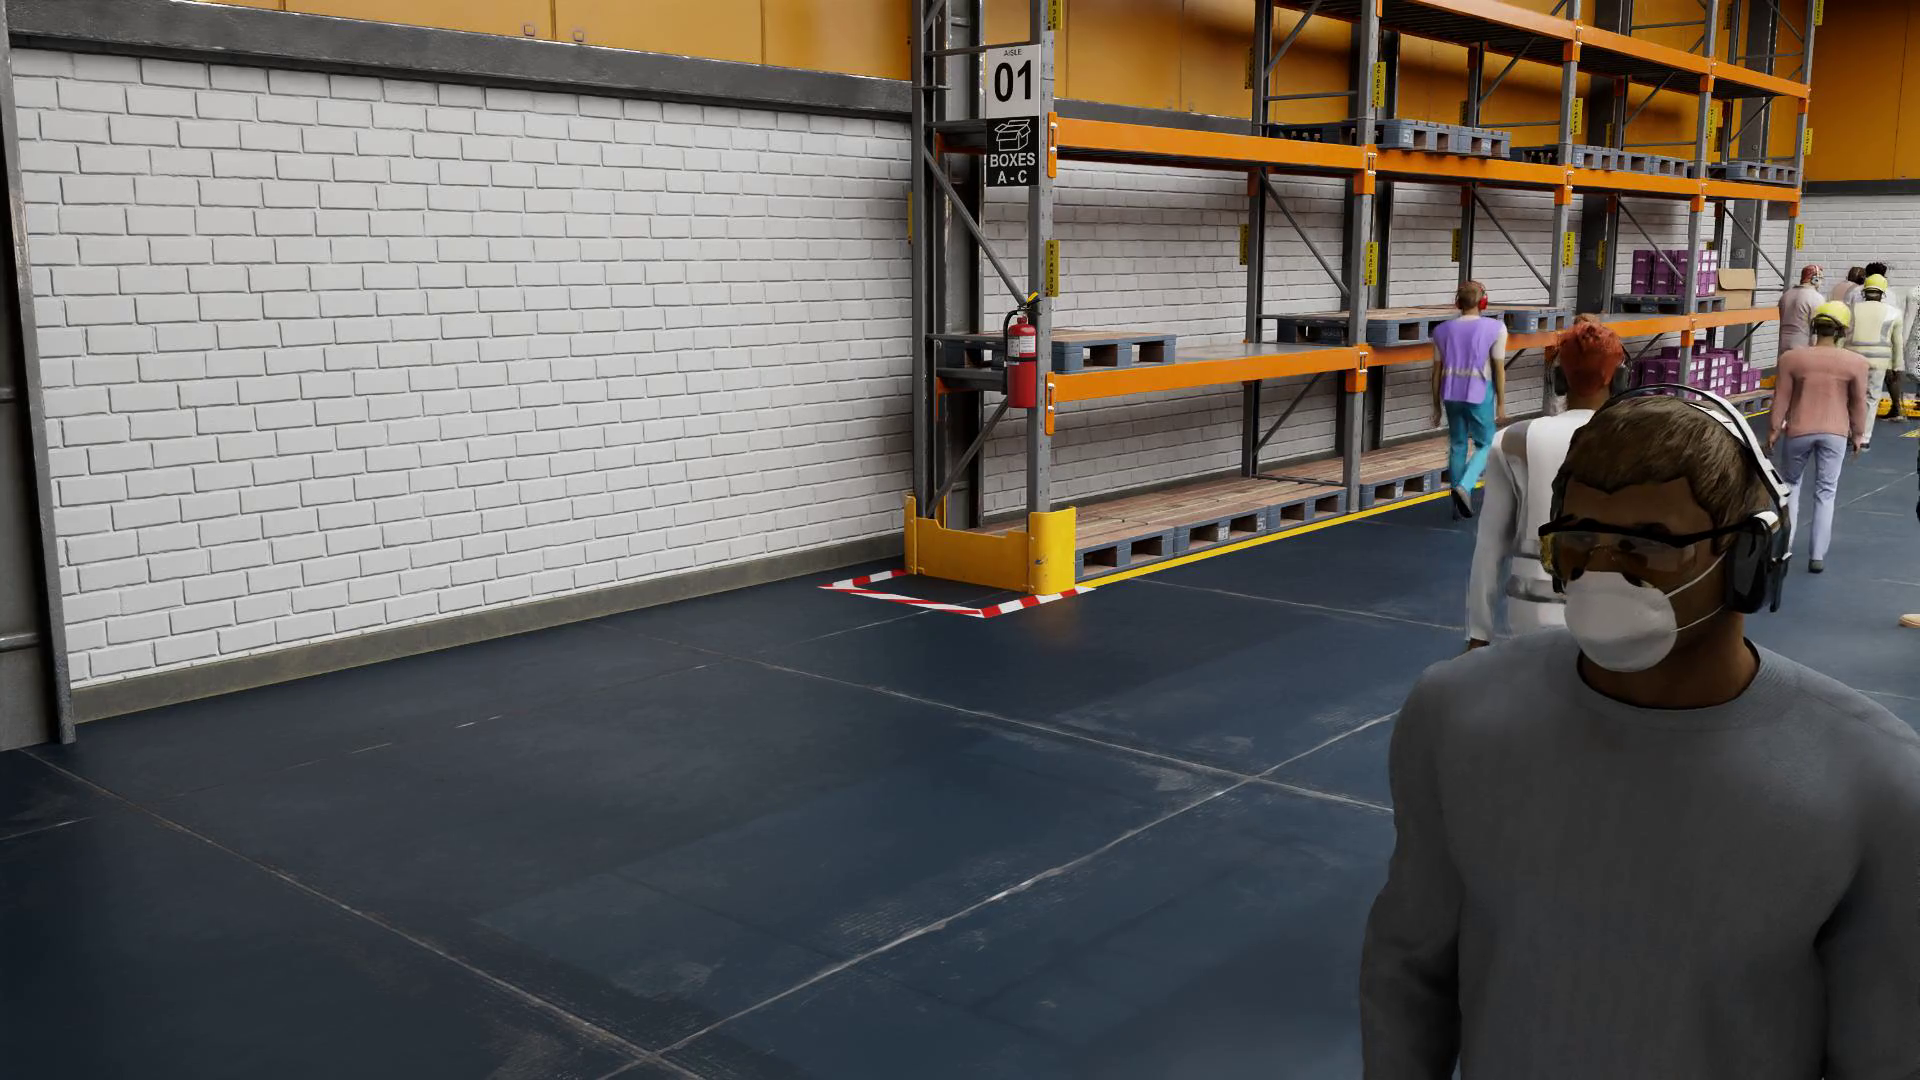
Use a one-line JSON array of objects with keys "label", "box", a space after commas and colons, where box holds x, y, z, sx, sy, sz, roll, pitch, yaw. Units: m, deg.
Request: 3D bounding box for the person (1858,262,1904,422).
[{"label": "person", "box": [11.022, -2.381, 20.021, 0.588, 1.915, 0.979, -2, 10, -14]}]

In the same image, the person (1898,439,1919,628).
[{"label": "person", "box": [5.310, -0.377, 8.805, 0.430, 1.841, 0.624, 2, 10, 12]}]

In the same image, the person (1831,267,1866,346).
[{"label": "person", "box": [13.278, -3.173, 24.868, 0.632, 1.803, 0.637, -2, 10, -9]}]

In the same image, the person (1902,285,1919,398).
[{"label": "person", "box": [11.894, -2.456, 20.395, 0.635, 1.923, 0.709, -2, 10, -9]}]

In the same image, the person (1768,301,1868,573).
[{"label": "person", "box": [5.549, -0.671, 10.783, 0.548, 1.731, 0.623, 5, 11, 27]}]

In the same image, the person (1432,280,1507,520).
[{"label": "person", "box": [3.827, -1.040, 12.577, 0.578, 1.830, 0.516, 8, 13, 38]}]

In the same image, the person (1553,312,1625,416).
[{"label": "person", "box": [4.748, -0.929, 12.631, 0.513, 1.606, 0.608, 1, 10, 7]}]

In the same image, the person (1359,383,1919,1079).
[{"label": "person", "box": [0.716, 0.799, 1.826, 0.630, 1.940, 0.372, 8, 13, 40]}]

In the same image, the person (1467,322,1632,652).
[{"label": "person", "box": [1.934, 0.257, 5.175, 0.578, 1.845, 0.867, 7, 12, 36]}]

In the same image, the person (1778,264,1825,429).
[{"label": "person", "box": [9.536, -2.164, 18.837, 0.394, 1.894, 0.638, -2, 10, -13]}]

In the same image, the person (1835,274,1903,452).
[{"label": "person", "box": [9.351, -1.824, 17.125, 0.619, 1.805, 0.704, 6, 12, 32]}]

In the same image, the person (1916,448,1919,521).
[{"label": "person", "box": [4.775, -0.173, 7.758, 0.915, 1.795, 0.622, -7, 12, -35]}]

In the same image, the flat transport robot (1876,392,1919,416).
[{"label": "flat transport robot", "box": [11.819, -1.707, 20.833, 0.652, 0.197, 1.431, 6, 12, 31]}]
